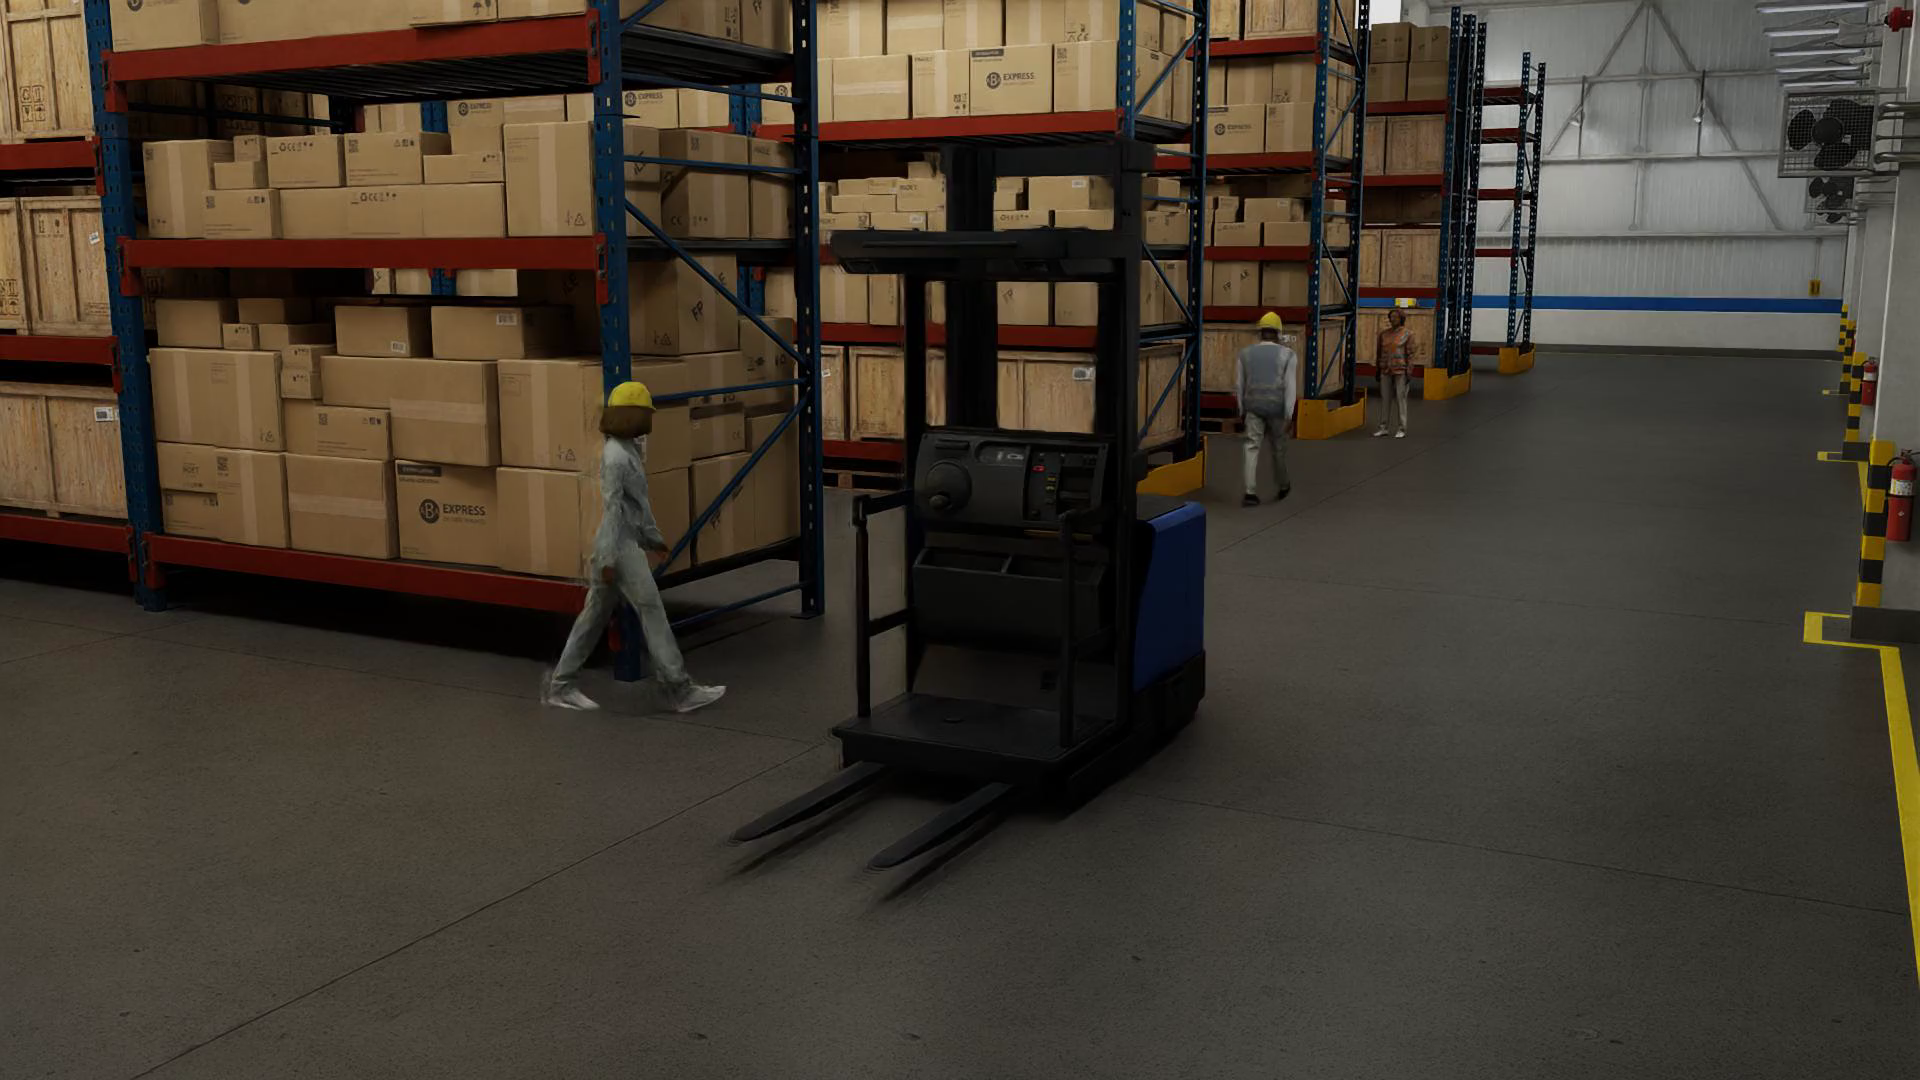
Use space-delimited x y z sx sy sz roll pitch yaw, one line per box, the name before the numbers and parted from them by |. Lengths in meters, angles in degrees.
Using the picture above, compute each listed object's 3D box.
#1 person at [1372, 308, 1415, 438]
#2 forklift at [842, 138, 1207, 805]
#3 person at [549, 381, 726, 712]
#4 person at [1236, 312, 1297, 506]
person | 5.492 -2.110 21.038 0.521 1.645 0.307 9 13 42
forklift | 0.395 -0.434 7.759 1.129 2.768 1.873 5 11 27
person | -1.703 0.042 8.460 0.890 1.684 0.482 -2 10 -12
person | 2.856 -1.220 15.494 0.607 1.777 0.986 5 11 28
